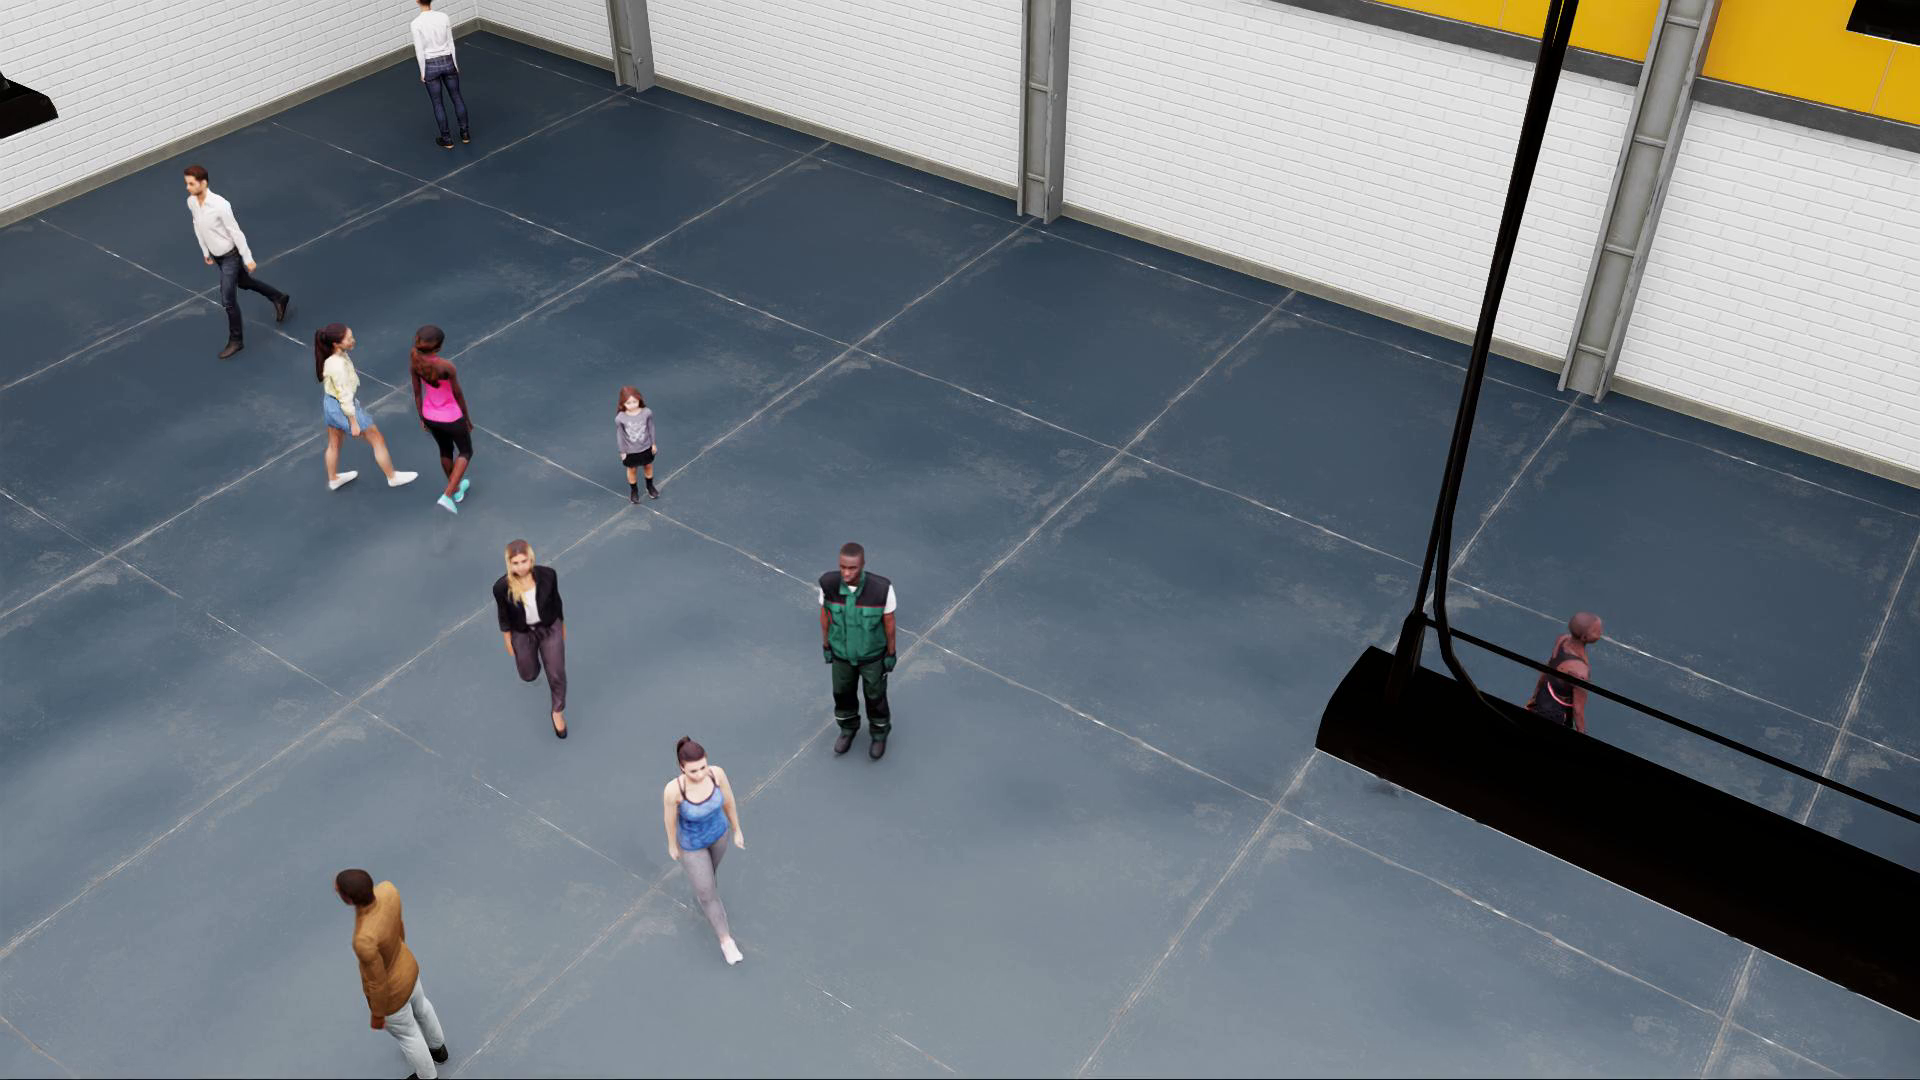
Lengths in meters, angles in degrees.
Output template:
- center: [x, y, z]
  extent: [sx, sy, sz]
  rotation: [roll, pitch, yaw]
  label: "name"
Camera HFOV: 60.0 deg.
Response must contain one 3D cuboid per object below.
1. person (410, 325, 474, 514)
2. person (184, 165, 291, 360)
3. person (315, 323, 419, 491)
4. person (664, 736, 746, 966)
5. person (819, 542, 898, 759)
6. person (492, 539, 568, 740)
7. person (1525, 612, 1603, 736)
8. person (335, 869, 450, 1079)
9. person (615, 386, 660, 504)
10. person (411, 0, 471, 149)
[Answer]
- center: [-4.191, -0.928, 13.453]
  extent: [0.886, 1.709, 0.822]
  rotation: [3, 39, 4]
  label: "person"
- center: [-6.780, -2.684, 15.558]
  extent: [1.179, 1.825, 0.821]
  rotation: [19, 42, 22]
  label: "person"
- center: [-5.124, -1.051, 13.699]
  extent: [0.929, 1.594, 0.958]
  rotation: [-29, 47, -31]
  label: "person"
- center: [-1.598, 1.778, 10.166]
  extent: [0.788, 1.584, 1.027]
  rotation: [-24, 44, -27]
  label: "person"
- center: [-0.687, 0.729, 11.277]
  extent: [0.688, 1.836, 0.823]
  rotation: [6, 39, 8]
  label: "person"
- center: [-2.951, 0.627, 11.553]
  extent: [0.869, 1.652, 0.998]
  rotation: [-15, 41, -17]
  label: "person"
- center: [3.754, 1.158, 10.841]
  extent: [1.233, 1.710, 1.021]
  rotation: [1, 39, 2]
  label: "person"
- center: [-3.124, 2.421, 9.175]
  extent: [0.733, 1.816, 0.721]
  rotation: [1, 39, 1]
  label: "person"
- center: [-2.676, -0.811, 13.791]
  extent: [0.534, 1.106, 0.558]
  rotation: [-16, 41, -19]
  label: "person"
- center: [-5.920, -5.381, 18.903]
  extent: [0.692, 1.868, 0.692]
  rotation: [-24, 45, -27]
  label: "person"
